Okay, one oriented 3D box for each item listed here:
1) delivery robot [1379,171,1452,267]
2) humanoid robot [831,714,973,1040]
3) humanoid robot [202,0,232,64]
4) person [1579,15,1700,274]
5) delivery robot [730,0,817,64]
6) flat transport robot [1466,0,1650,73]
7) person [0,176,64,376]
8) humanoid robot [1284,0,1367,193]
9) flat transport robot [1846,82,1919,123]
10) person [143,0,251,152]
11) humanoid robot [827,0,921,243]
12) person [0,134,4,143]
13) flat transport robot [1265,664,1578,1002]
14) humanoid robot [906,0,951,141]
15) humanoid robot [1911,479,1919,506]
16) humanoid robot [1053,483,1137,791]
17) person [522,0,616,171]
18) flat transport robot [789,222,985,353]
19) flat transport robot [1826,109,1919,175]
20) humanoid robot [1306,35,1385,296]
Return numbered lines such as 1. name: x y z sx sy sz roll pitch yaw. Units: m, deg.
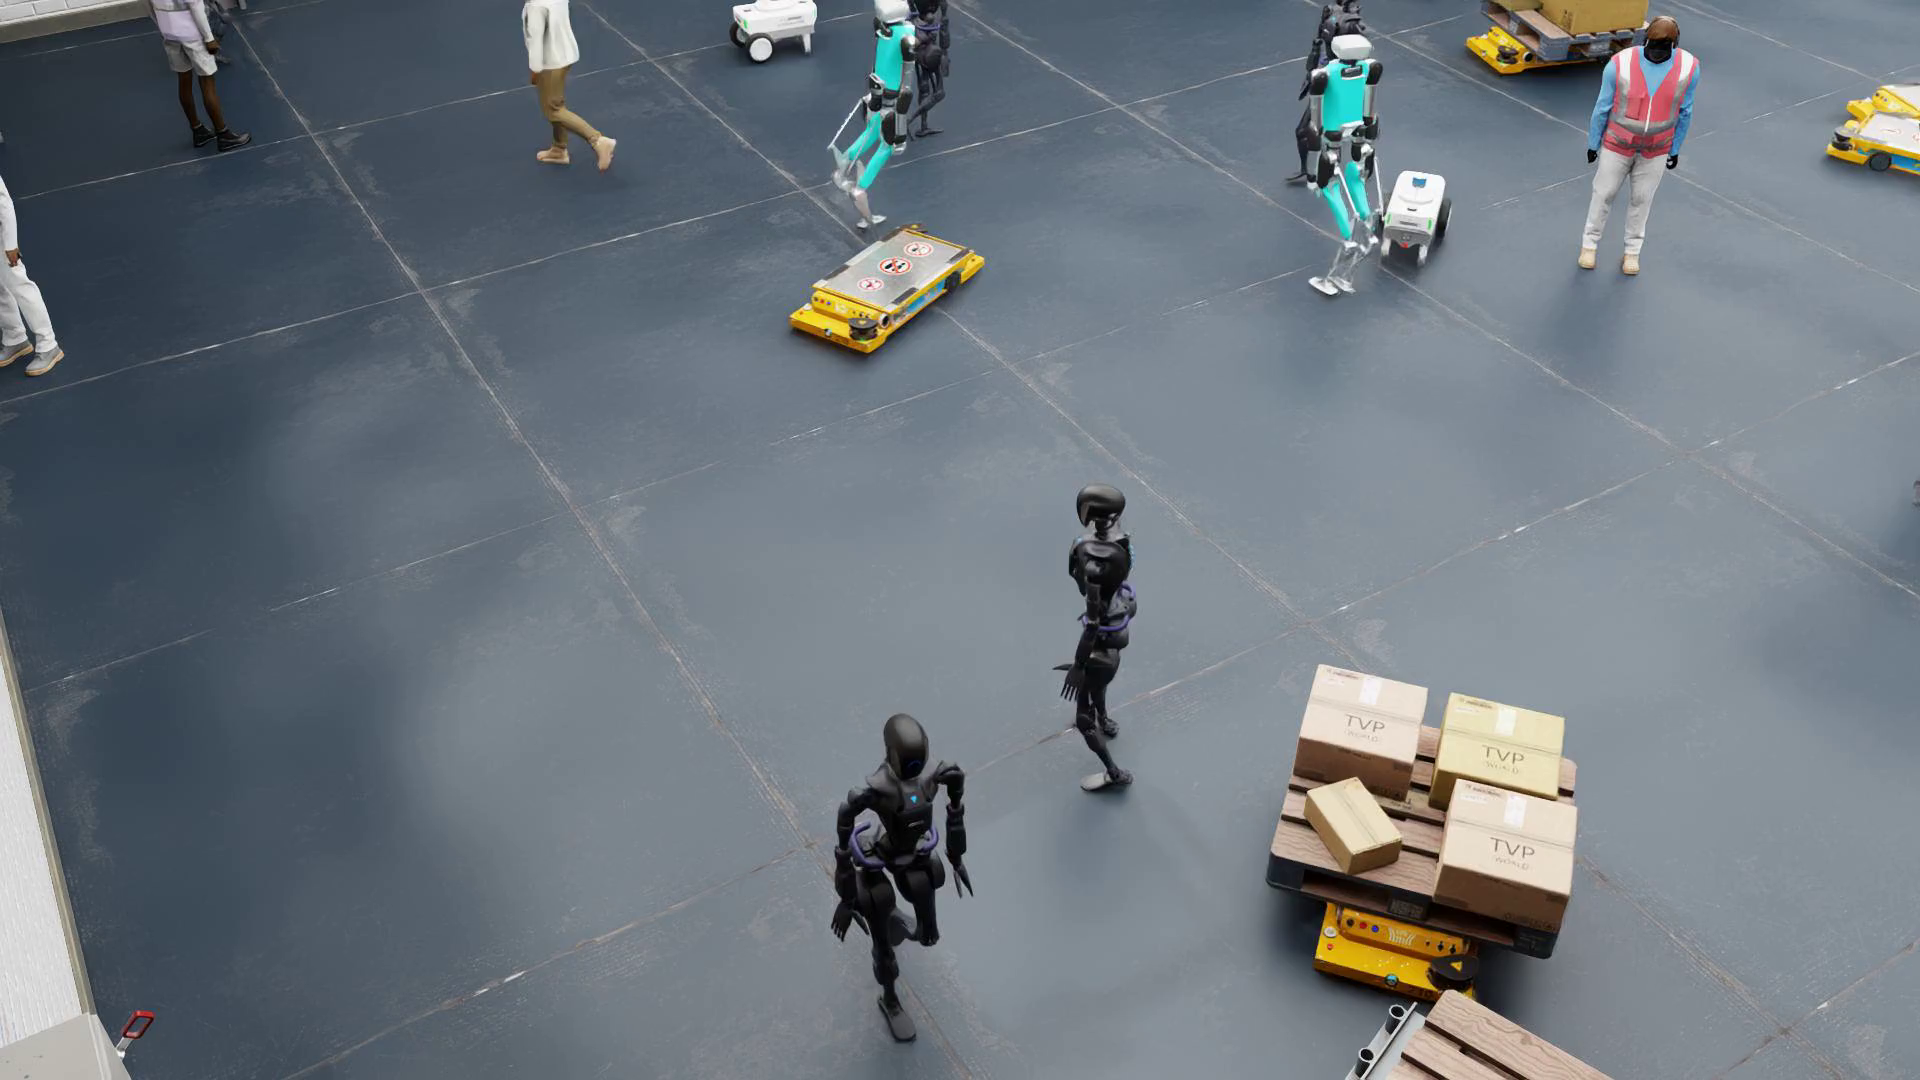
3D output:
1. delivery robot: 3.293 -2.374 12.069 0.499 0.610 0.814 13 40 15
2. humanoid robot: -0.280 1.250 6.581 0.601 1.640 0.569 -17 42 -21
3. humanoid robot: -6.618 -4.904 14.352 0.375 1.647 0.608 -21 43 -25
4. person: 4.650 -2.724 11.476 0.633 1.830 0.430 8 39 10
5. delivery robot: -1.682 -4.613 14.897 0.786 0.614 0.514 -16 41 -19
6. flat transport robot: 5.352 -4.455 14.913 1.431 0.231 0.659 -9 39 -11
7. person: -6.116 -1.908 10.401 0.572 1.883 0.354 14 41 17
8. humanoid robot: 2.781 -3.379 12.419 0.366 1.656 0.601 -17 41 -20
9. flat transport robot: 8.211 -3.577 13.805 1.431 0.231 0.659 -8 39 -10
10. person: -6.051 -3.991 12.984 0.542 1.939 0.359 15 41 18
11. humanoid robot: -0.664 -2.898 11.798 0.760 1.826 0.550 -18 42 -21
12. person: -7.978 -3.989 13.056 0.390 1.846 0.565 -26 45 -29
13. flat transport robot: 2.051 1.421 7.499 0.659 0.231 1.431 12 40 15
14. humanoid robot: -0.346 -3.943 13.137 0.502 1.646 0.605 -21 43 -25
15. humanoid robot: 5.790 -0.907 9.329 0.590 1.669 0.405 11 40 14
16. humanoid robot: 0.664 0.422 7.624 0.403 1.636 0.600 9 39 11
17. person: -3.039 -3.636 12.689 0.689 1.741 0.530 7 39 8
18. flat transport robot: -0.487 -1.767 11.521 0.659 0.231 1.431 22 44 26
19. flat transport robot: 7.693 -3.047 13.136 1.431 0.231 0.659 25 45 28
20. humanoid robot: 2.634 -2.439 11.163 0.531 1.753 0.708 -15 41 -18
